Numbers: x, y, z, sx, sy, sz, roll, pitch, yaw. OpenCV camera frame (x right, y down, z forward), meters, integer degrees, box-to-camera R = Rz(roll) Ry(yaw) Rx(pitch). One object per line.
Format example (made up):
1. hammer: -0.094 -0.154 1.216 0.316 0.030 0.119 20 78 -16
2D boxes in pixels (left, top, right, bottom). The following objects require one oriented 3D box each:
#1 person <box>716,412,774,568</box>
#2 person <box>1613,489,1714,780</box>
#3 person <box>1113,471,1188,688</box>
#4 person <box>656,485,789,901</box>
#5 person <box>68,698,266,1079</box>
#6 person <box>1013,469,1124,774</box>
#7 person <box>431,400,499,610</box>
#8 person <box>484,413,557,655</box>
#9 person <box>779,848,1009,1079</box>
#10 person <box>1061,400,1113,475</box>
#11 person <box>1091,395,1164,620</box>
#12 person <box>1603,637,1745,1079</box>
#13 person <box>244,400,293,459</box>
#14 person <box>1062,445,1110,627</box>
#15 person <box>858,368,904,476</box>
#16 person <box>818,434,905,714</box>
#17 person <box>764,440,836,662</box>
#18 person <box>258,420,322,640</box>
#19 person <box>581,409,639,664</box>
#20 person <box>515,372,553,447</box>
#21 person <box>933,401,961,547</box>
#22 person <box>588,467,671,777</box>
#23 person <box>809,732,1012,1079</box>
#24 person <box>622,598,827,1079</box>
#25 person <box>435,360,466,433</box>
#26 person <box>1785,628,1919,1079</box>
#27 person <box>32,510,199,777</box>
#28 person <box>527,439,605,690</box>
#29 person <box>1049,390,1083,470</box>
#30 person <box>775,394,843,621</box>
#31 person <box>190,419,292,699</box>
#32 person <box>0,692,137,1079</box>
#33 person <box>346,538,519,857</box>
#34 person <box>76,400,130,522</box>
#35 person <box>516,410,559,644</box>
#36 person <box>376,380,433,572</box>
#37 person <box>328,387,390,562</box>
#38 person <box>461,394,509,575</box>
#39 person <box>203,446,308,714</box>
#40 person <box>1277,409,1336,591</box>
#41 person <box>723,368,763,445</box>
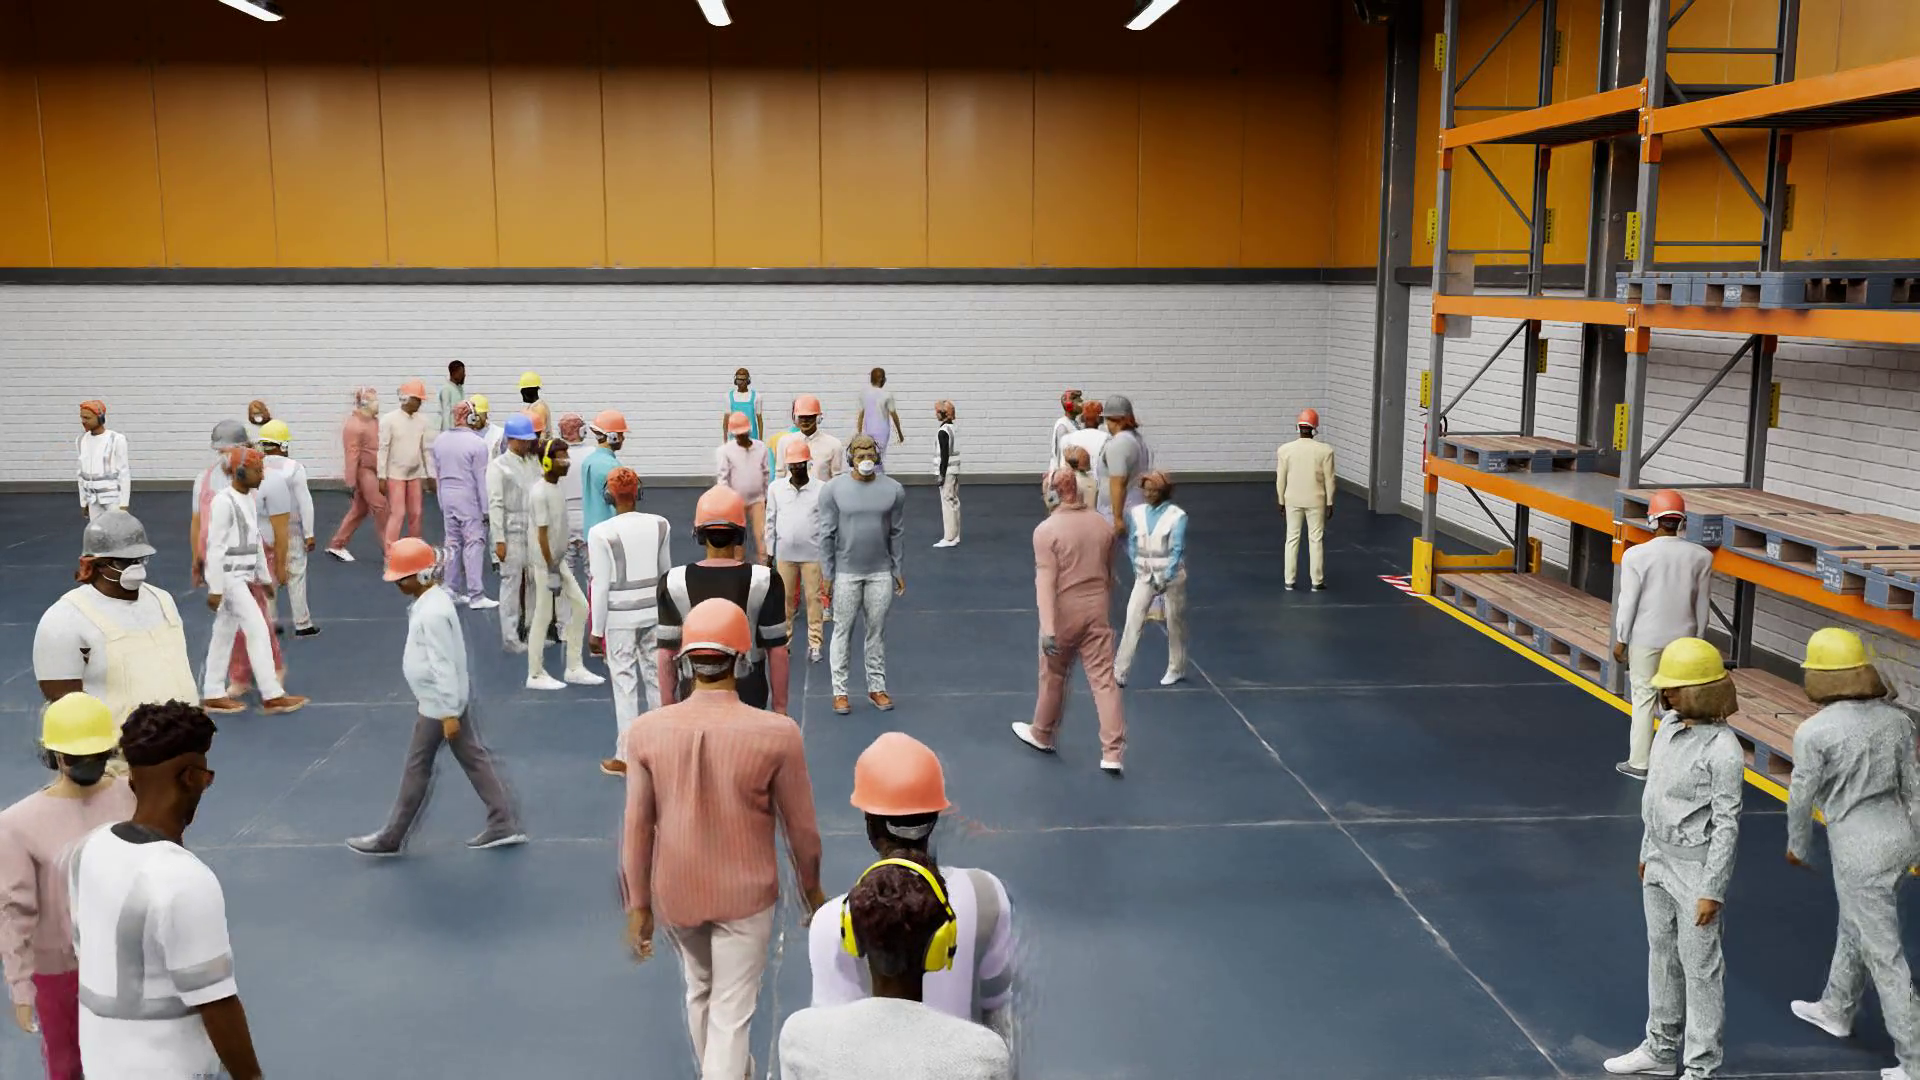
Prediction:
1. person: -2.036 -0.381 16.082 0.581 1.703 0.823 -5 10 -29
2. person: 4.206 0.565 10.011 0.572 1.749 0.343 -1 9 -4
3. person: 1.376 0.313 12.064 0.524 1.595 0.845 7 12 38
4. person: -1.114 0.758 7.877 0.614 2.045 0.385 -1 9 -4
5. person: -2.001 1.370 4.429 0.903 1.910 0.696 -9 13 -44
6. person: 0.676 0.488 10.223 0.677 1.841 0.999 -6 11 -33
7. person: -4.478 -0.319 15.121 0.649 1.900 0.398 5 10 30
8. person: -3.514 -0.052 13.329 0.421 1.936 0.614 5 10 27
9. person: -0.116 1.550 3.455 0.517 1.874 0.328 2 9 13
10. person: 1.211 -0.393 15.736 0.591 1.858 0.774 3 9 17
11. person: 1.332 -0.308 14.590 1.008 2.000 0.691 5 10 29
12. person: 2.619 1.203 6.053 0.304 1.740 0.485 -1 9 -8
13. person: -7.958 -0.816 19.143 0.546 1.597 0.443 -2 9 -13
14. person: 0.991 0.013 13.907 0.678 1.620 0.528 6 11 32
15. person: -1.041 -1.397 22.222 0.503 1.784 0.992 6 11 33
16. person: -0.673 0.230 11.531 0.627 1.940 0.371 -3 10 -20
17. person: -1.255 0.088 13.001 0.563 1.753 0.327 1 9 5
18. person: -5.629 -0.080 13.805 0.588 1.835 0.403 1 9 6
19. person: -2.737 -0.028 13.016 0.403 1.986 0.611 -7 11 -36
20. person: -4.907 -0.985 19.246 0.407 1.917 0.587 -3 10 -19
21. person: -0.143 -0.734 18.532 0.310 1.636 0.523 2 9 14
22. person: -1.991 0.493 10.054 0.358 1.884 0.574 8 12 42
23. person: -0.088 1.432 4.113 0.554 1.911 0.901 -5 10 -26
24. person: -0.761 1.157 5.663 0.620 1.952 0.949 2 9 15
25. person: -6.822 -1.469 22.380 0.456 1.892 0.620 1 9 3
26. person: 3.383 1.188 6.295 0.486 1.679 0.885 -3 10 -19
27. person: -3.539 0.875 7.166 0.538 2.000 0.683 3 10 18
28. person: -2.872 0.187 12.072 0.696 1.845 0.572 1 9 5
29. person: 1.121 -0.634 17.239 0.389 1.850 0.564 2 9 14
30. person: -1.324 -0.276 14.528 0.610 1.996 0.378 0 9 2
31. person: -5.151 0.129 11.847 0.684 2.000 0.540 2 9 10
32. person: -2.679 1.340 5.206 0.540 1.738 0.793 -8 12 -43
33. person: -2.744 0.815 8.633 0.880 1.688 0.596 -3 9 -17
34. person: -7.958 -0.367 15.480 0.581 1.879 0.350 3 9 17
35. person: -3.485 -0.096 13.584 0.551 1.934 0.373 2 9 11
36. person: -5.673 -0.653 17.033 0.453 1.972 0.681 5 10 28
37. person: -6.236 -0.672 17.443 0.970 1.871 0.648 0 9 -2
38. person: -4.853 -0.560 16.824 0.586 1.834 0.403 -2 9 -13
39. person: -4.878 0.287 11.462 0.848 1.846 0.612 -2 9 -11
40. person: 3.321 -0.382 15.957 0.560 1.752 0.325 3 10 20
41. person: -2.787 -1.291 21.381 0.514 1.842 0.328 0 9 -2
